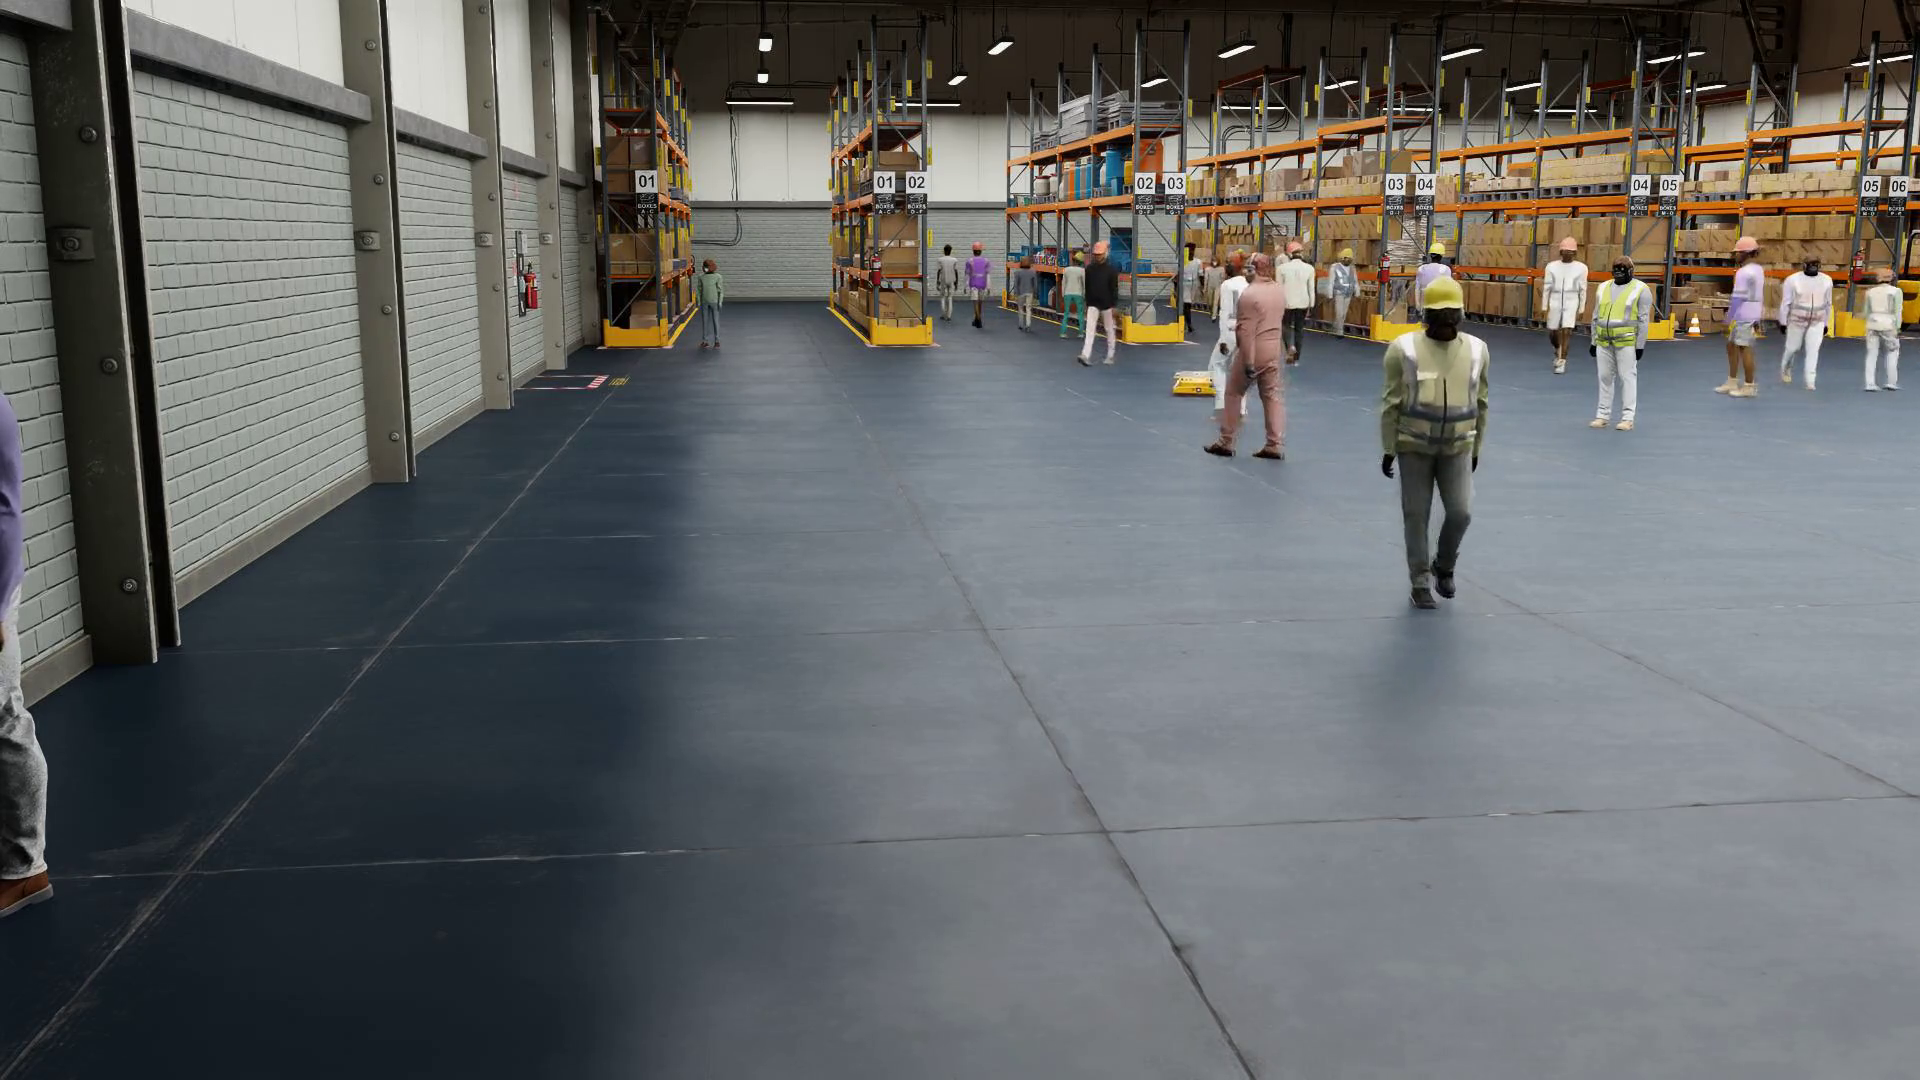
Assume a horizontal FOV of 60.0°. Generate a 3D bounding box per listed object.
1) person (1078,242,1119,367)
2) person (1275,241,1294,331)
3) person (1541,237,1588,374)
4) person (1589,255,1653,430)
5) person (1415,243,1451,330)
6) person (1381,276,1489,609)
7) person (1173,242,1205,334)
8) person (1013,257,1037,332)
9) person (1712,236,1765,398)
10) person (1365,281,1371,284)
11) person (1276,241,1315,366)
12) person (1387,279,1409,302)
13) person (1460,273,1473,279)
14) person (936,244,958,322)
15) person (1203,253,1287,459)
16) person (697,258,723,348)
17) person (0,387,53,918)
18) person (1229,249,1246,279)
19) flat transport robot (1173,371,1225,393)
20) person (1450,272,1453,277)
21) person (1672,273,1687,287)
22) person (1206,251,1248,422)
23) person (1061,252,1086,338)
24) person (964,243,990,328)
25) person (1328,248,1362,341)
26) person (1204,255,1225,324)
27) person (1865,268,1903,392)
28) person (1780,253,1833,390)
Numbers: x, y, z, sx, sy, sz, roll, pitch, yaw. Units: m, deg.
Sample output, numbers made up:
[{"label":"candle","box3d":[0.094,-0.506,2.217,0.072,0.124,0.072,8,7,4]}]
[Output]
[{"label":"person","box3d":[2.204,-3.696,26.127,0.634,1.933,1.081,6,12,29]},{"label":"person","box3d":[7.060,-5.489,36.001,0.626,1.934,0.363,-7,12,-33]},{"label":"person","box3d":[9.008,-3.497,24.787,0.632,2.028,0.687,6,12,28]},{"label":"person","box3d":[6.950,-2.076,17.573,0.430,1.836,0.629,-8,13,-37]},{"label":"person","box3d":[7.469,-3.711,26.248,0.587,1.928,0.381,9,14,42]},{"label":"person","box3d":[2.584,-0.523,9.073,0.596,1.818,0.422,1,10,4]},{"label":"person","box3d":[4.810,-5.315,35.107,0.604,1.918,1.006,-4,11,-20]},{"label":"person","box3d":[1.399,-5.253,35.627,0.512,1.595,0.864,-1,10,-4]},{"label":"person","box3d":[9.802,-2.807,21.023,0.717,2.020,0.647,10,14,43]},{"label":"person","box3d":[12.388,-8.006,50.649,0.516,1.623,0.514,-1,10,-8]},{"label":"person","box3d":[5.248,-3.683,25.994,0.657,1.966,0.601,0,10,-1]},{"label":"person","box3d":[10.259,-5.976,38.892,0.523,1.851,0.419,1,10,5]},{"label":"person","box3d":[14.867,-7.833,48.906,0.655,1.915,0.434,-9,14,-42]},{"label":"person","box3d":[-0.320,-6.180,40.033,0.551,1.834,0.859,-1,10,-8]},{"label":"person","box3d":[2.649,-1.691,15.325,0.650,1.875,0.863,-9,13,-40]},{"label":"person","box3d":[-4.577,-4.331,30.454,0.499,1.633,0.279,3,11,15]},{"label":"person","box3d":[-2.998,0.168,4.956,0.631,1.940,0.368,7,13,35]},{"label":"person","box3d":[6.538,-5.941,39.014,0.534,1.734,0.522,-3,11,-14]},{"label":"flat transport robot","box3d":[3.157,-2.083,21.866,0.652,0.197,1.431,2,11,9]},{"label":"person","box3d":[14.309,-7.757,49.270,0.546,1.621,0.438,4,11,22]},{"label":"person","box3d":[18.530,-6.787,43.155,0.591,1.918,0.422,2,11,13]},{"label":"person","box3d":[2.957,-2.233,18.312,0.591,1.869,0.544,-9,14,-41]},{"label":"person","box3d":[2.325,-4.903,33.382,0.534,1.723,0.527,4,11,20]},{"label":"person","box3d":[0.385,-5.705,37.301,0.560,1.892,0.983,-3,11,-14]},{"label":"person","box3d":[7.537,-4.776,32.455,0.594,1.789,0.720,-5,12,-26]},{"label":"person","box3d":[6.003,-5.915,39.224,0.497,1.599,0.762,3,11,16]},{"label":"person","box3d":[12.171,-2.757,21.867,0.626,1.604,0.582,-6,12,-28]},{"label":"person","box3d":[11.359,-2.946,22.378,0.633,1.820,0.796,2,11,12]}]
